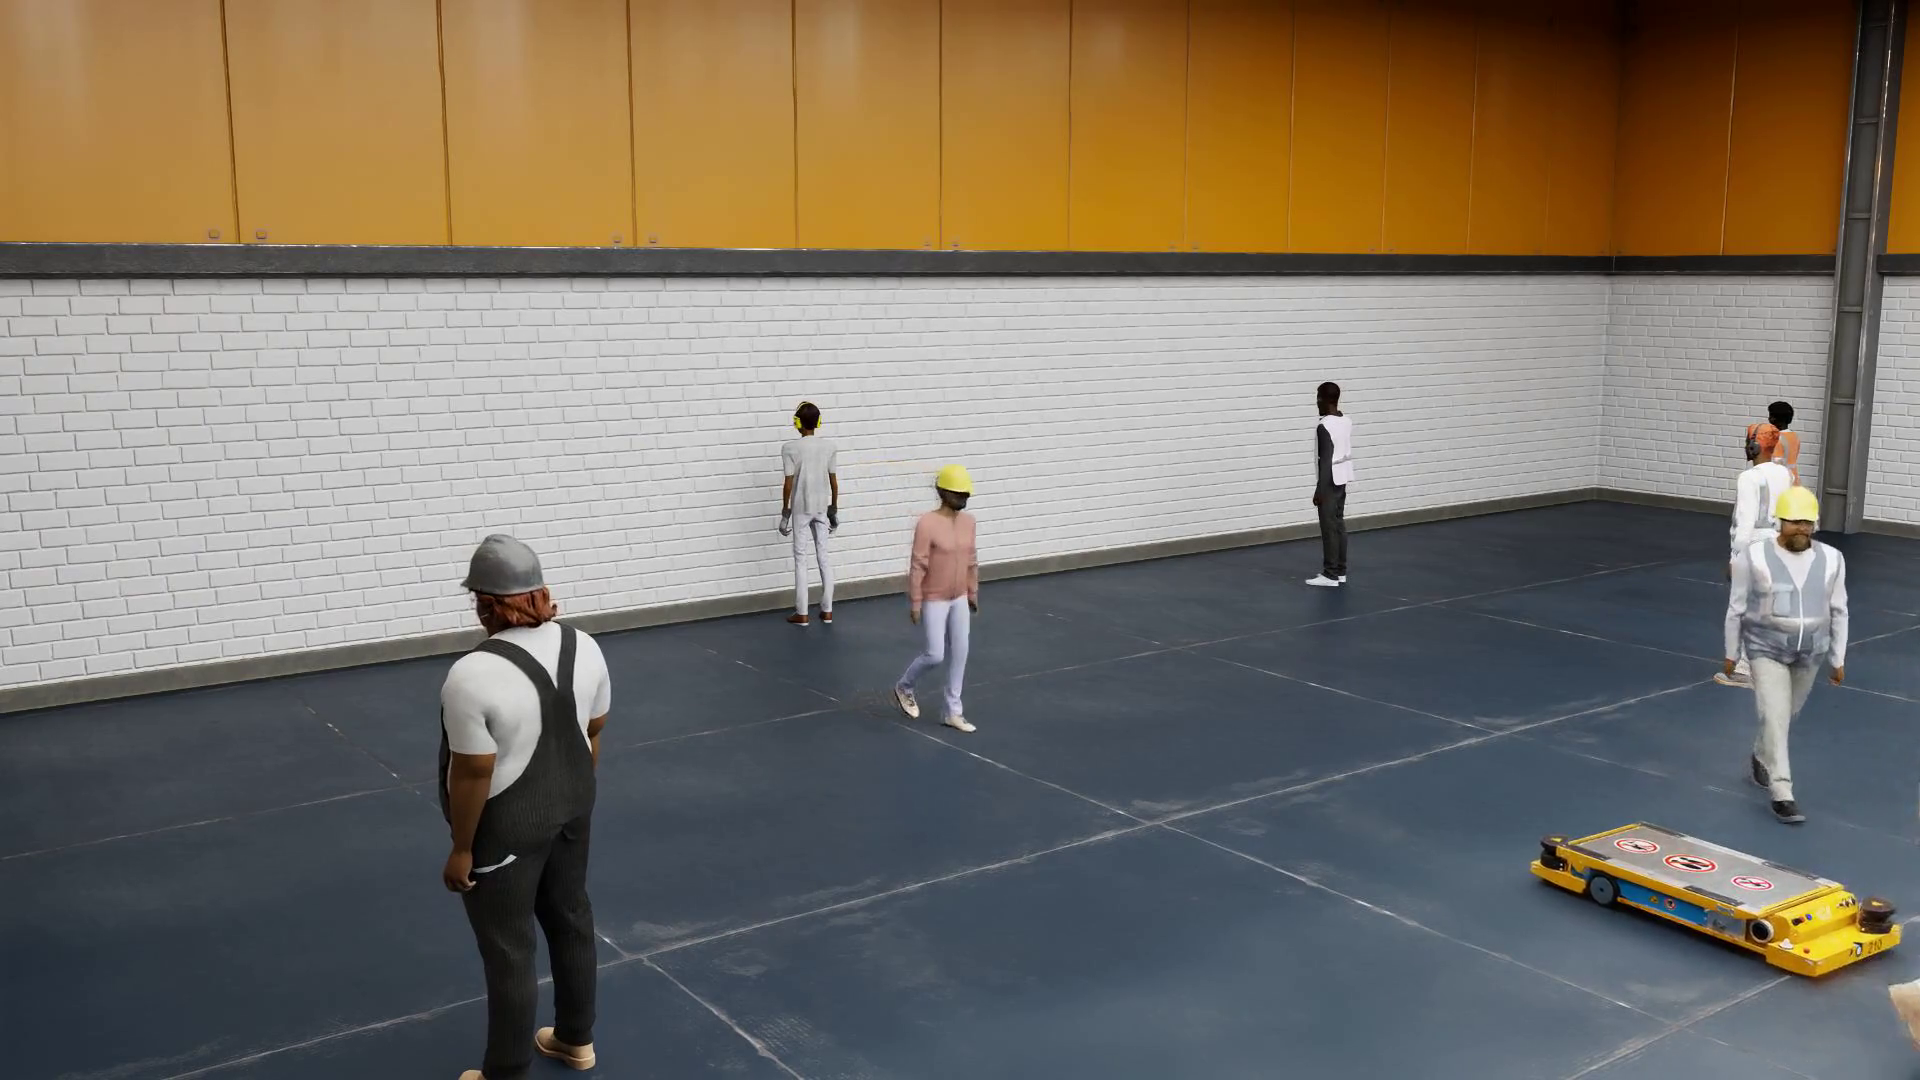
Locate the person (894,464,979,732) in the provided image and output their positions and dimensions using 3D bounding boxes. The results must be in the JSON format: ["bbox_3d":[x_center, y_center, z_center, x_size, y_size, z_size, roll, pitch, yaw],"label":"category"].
[{"bbox_3d":[-0.133,0.364,10.640,0.566,1.741,0.552,-8,12,-39],"label":"person"}]

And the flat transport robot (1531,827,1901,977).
[{"bbox_3d":[3.414,1.592,7.606,0.652,0.197,1.431,-6,11,-32],"label":"flat transport robot"}]

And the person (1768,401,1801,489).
[{"bbox_3d":[7.936,-0.500,16.136,0.533,1.694,0.319,-9,13,-44],"label":"person"}]

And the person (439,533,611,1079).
[{"bbox_3d":[-1.605,0.980,5.943,0.536,2.000,0.676,6,11,31],"label":"person"}]

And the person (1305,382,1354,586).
[{"bbox_3d":[3.490,-0.523,15.593,0.369,1.915,0.597,6,11,32],"label":"person"}]

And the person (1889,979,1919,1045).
[{"bbox_3d":[3.814,1.064,6.103,0.581,1.829,0.631,2,9,11],"label":"person"}]

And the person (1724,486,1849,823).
[{"bbox_3d":[4.538,0.581,9.164,0.599,1.798,0.925,1,9,5],"label":"person"}]

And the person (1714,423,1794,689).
[{"bbox_3d":[5.641,0.109,11.794,0.586,1.882,0.341,-6,11,-35],"label":"person"}]

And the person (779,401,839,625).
[{"bbox_3d":[-1.264,-0.218,13.877,0.532,1.863,0.316,-5,10,-28],"label":"person"}]
